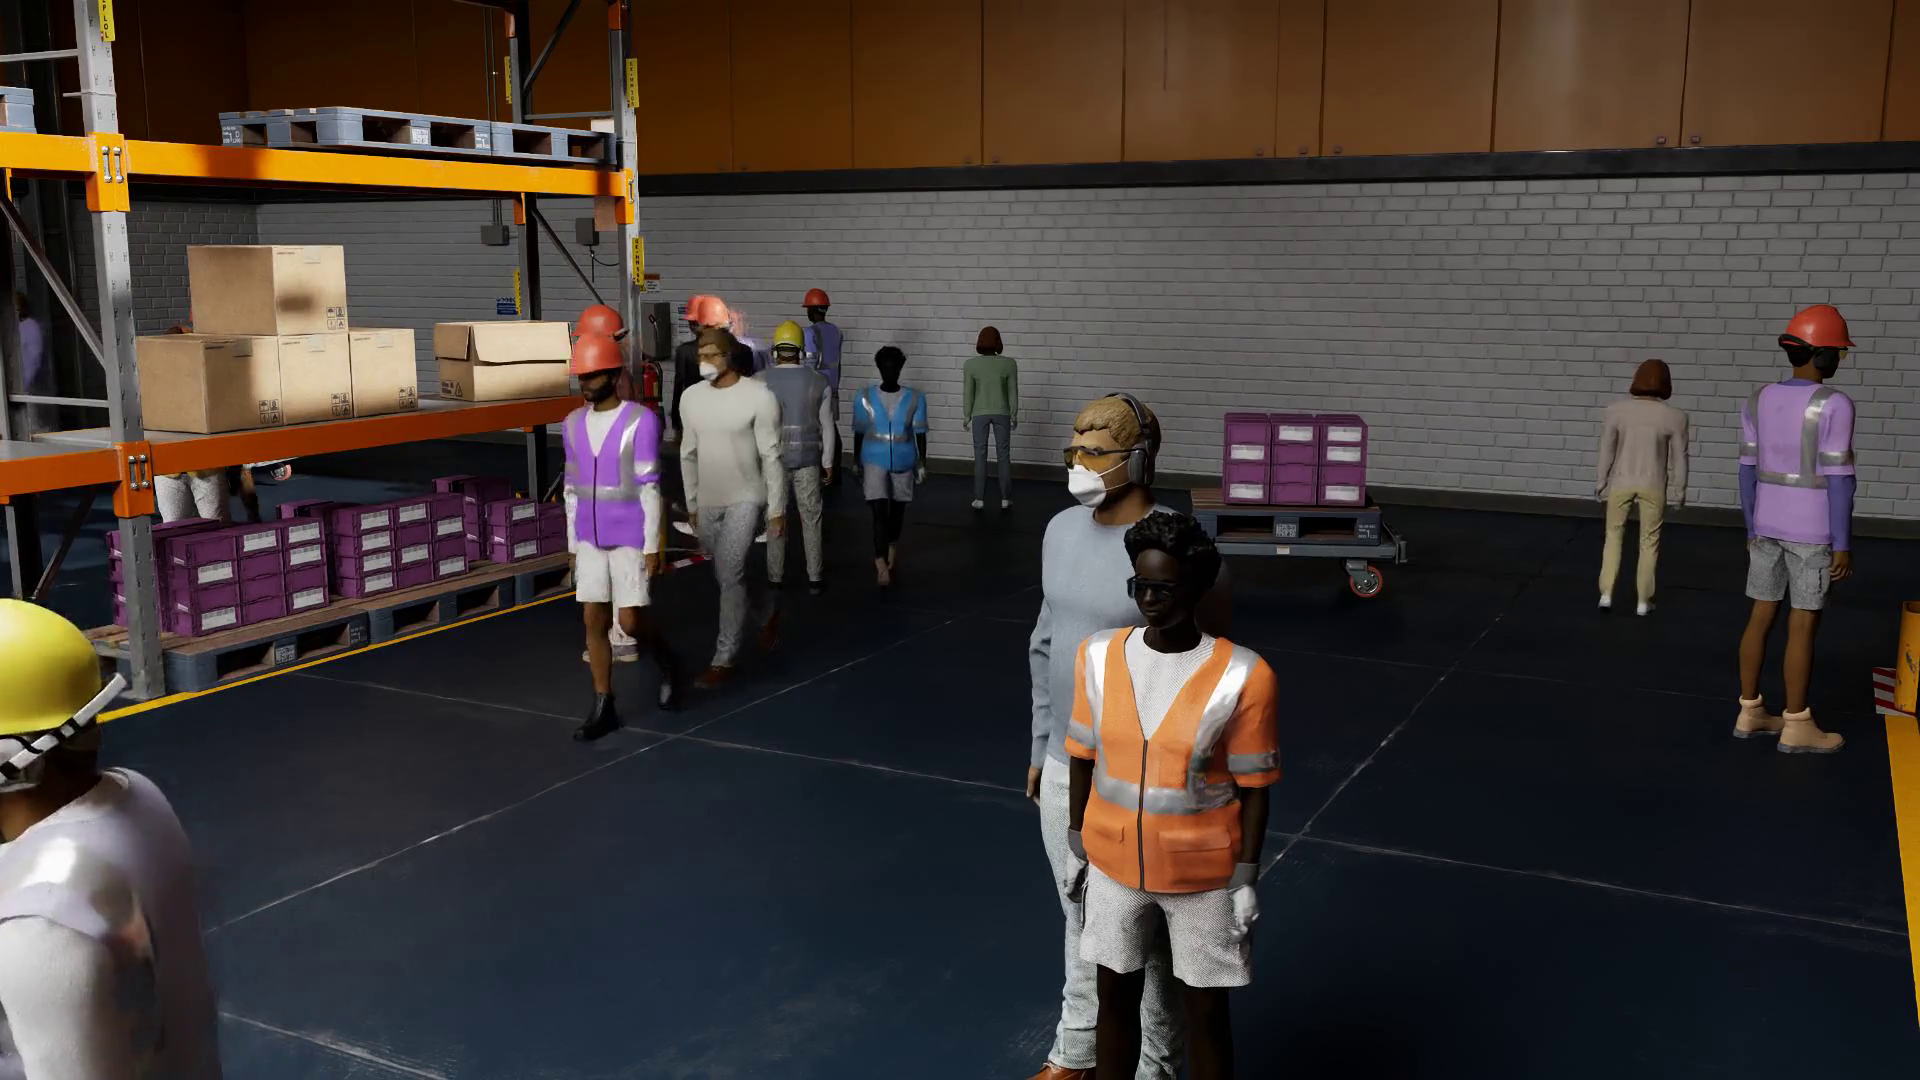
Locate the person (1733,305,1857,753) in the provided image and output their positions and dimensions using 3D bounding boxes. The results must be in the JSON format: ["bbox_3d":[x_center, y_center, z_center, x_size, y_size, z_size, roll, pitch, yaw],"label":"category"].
[{"bbox_3d":[3.859,-0.049,7.650,0.379,2.045,0.605,-3,10,-18],"label":"person"}]

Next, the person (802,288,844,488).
[{"bbox_3d":[-1.371,-1.473,16.198,0.377,1.936,0.549,6,12,32],"label":"person"}]

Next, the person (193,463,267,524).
[{"bbox_3d":[-5.716,-0.877,12.908,0.551,1.886,0.943,1,10,5],"label":"person"}]

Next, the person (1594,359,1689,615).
[{"bbox_3d":[4.287,-0.326,10.467,0.541,1.625,0.343,6,11,30],"label":"person"}]

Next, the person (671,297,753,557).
[{"bbox_3d":[-1.834,-0.855,12.589,0.611,1.939,0.903,-5,11,-26],"label":"person"}]

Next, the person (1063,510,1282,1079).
[{"bbox_3d":[0.479,0.769,3.919,0.532,1.696,0.319,5,11,27],"label":"person"}]

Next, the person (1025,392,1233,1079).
[{"bbox_3d":[0.395,0.593,4.235,0.371,1.941,0.627,-8,13,-38],"label":"person"}]

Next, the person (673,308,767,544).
[{"bbox_3d":[-1.814,-0.882,13.005,0.982,1.849,0.698,5,11,27],"label":"person"}]

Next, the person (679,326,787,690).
[{"bbox_3d":[-1.195,-0.210,9.015,0.628,1.909,0.927,5,11,27],"label":"person"}]

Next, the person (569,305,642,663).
[{"bbox_3d":[-1.966,-0.313,9.317,0.384,1.993,0.623,-1,10,-5],"label":"person"}]

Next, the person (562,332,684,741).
[{"bbox_3d":[-1.621,-0.029,7.905,0.555,1.919,0.611,4,11,23],"label":"person"}]

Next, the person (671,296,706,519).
[{"bbox_3d":[-2.144,-1.142,14.364,1.095,1.912,0.694,-9,14,-43],"label":"person"}]

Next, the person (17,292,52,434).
[{"bbox_3d":[-9.248,-1.508,16.499,0.651,1.903,0.636,5,11,29],"label":"person"}]

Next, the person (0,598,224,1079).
[{"bbox_3d":[-1.419,0.967,2.502,0.802,1.793,0.595,-2,10,-12],"label":"person"}]

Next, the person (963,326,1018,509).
[{"bbox_3d":[0.273,-1.091,14.864,0.498,1.633,0.278,0,10,-3],"label":"person"}]

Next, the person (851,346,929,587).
[{"bbox_3d":[-0.501,-0.542,11.667,0.518,1.643,0.901,-1,10,-8],"label":"person"}]

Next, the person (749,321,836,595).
[{"bbox_3d":[-1.128,-0.543,11.117,0.595,1.831,0.403,-1,10,-5],"label":"person"}]

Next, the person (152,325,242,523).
[{"bbox_3d":[-4.867,-0.442,10.544,0.625,1.836,0.428,-1,10,-5],"label":"person"}]
